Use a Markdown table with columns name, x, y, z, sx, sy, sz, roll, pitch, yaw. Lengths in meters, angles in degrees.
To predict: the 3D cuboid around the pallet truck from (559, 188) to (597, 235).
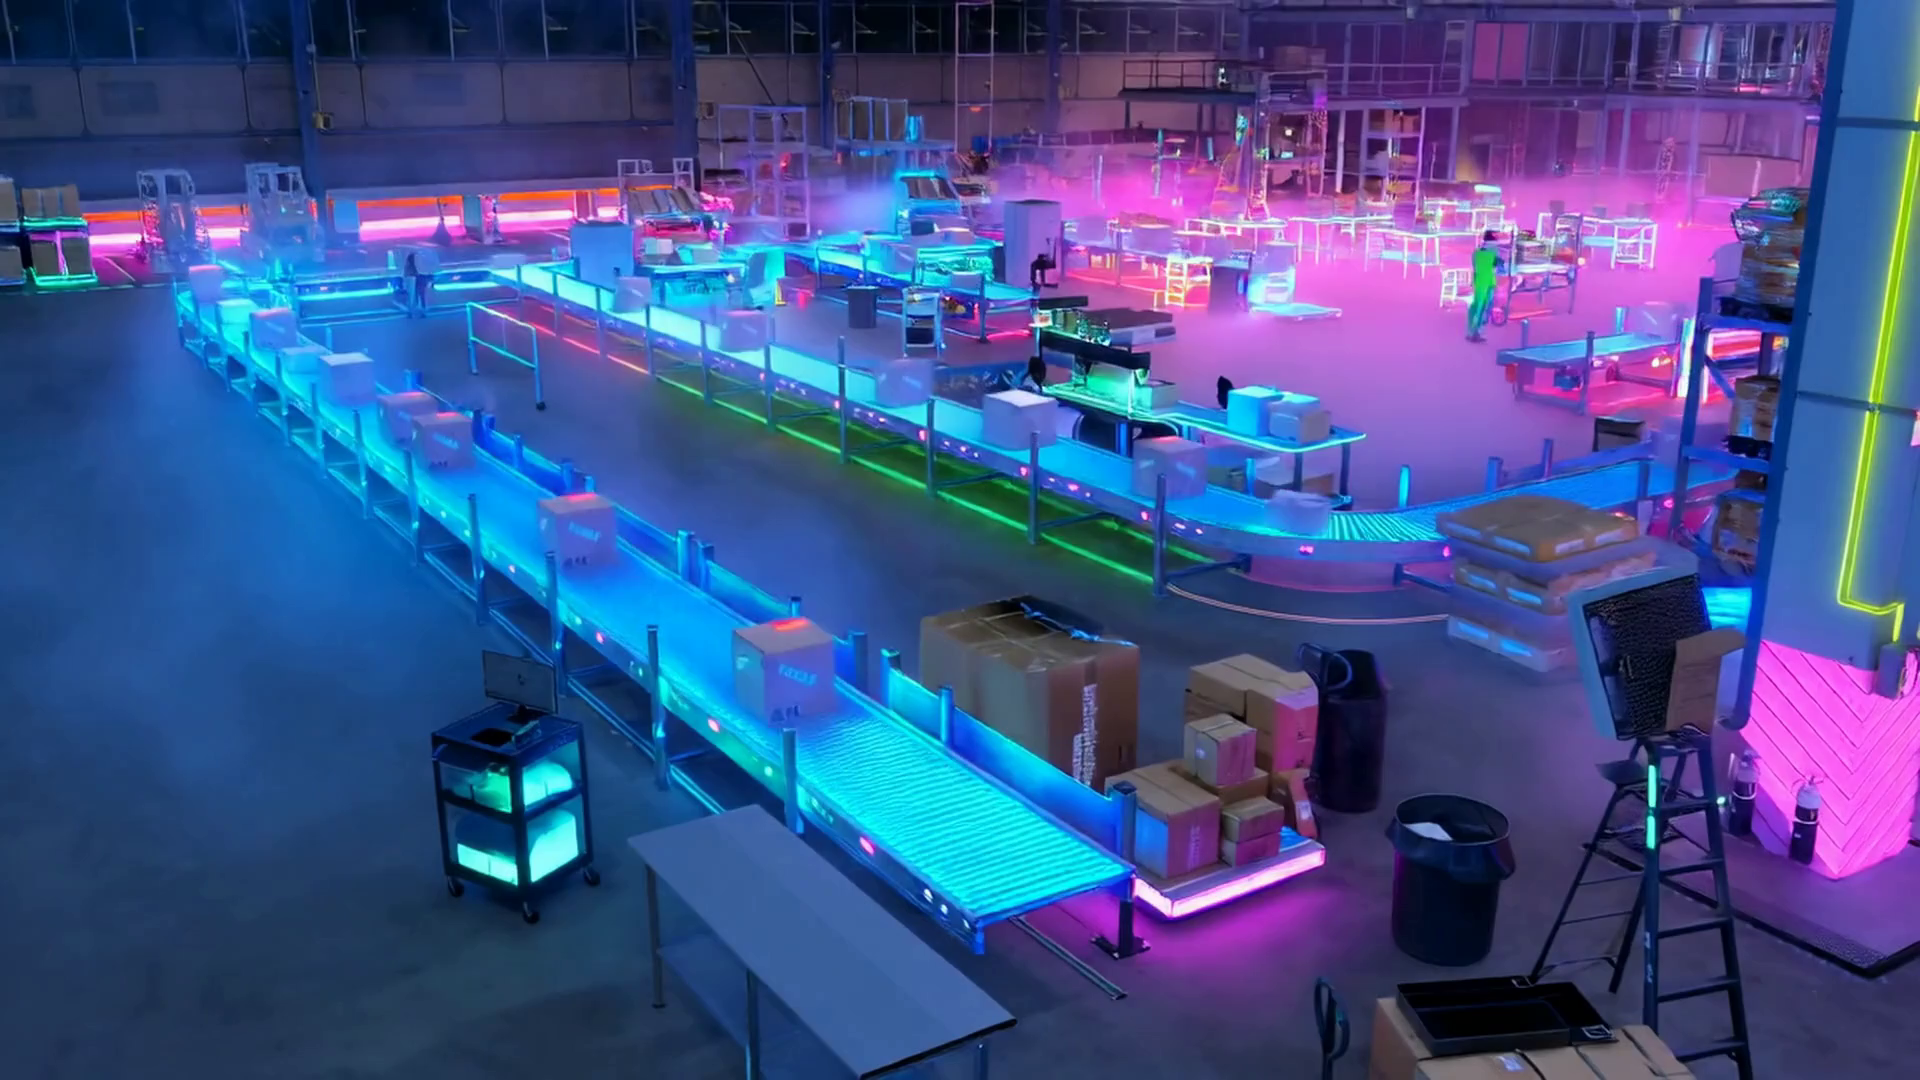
| name | x | y | z | sx | sy | sz | roll | pitch | yaw |
| --- | --- | --- | --- | --- | --- | --- | --- | --- | --- |
| pallet truck | -10.010 | -8.652 | 43.699 | 0.653 | 1.274 | 1.630 | -10 | 20 | -31 |

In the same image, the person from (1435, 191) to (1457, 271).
| name | x | y | z | sx | sy | sz | roll | pitch | yaw |
| --- | --- | --- | --- | --- | --- | --- | --- | --- | --- |
| person | 10.852 | -6.889 | 37.051 | 0.522 | 1.763 | 0.320 | -10 | 20 | -31 |

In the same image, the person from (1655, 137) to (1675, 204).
| name | x | y | z | sx | sy | sz | roll | pitch | yaw |
| --- | --- | --- | --- | --- | --- | --- | --- | --- | --- |
| person | 22.186 | -11.612 | 52.281 | 0.606 | 2.044 | 0.374 | -10 | 20 | -31 |

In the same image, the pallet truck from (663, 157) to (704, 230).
| name | x | y | z | sx | sy | sz | roll | pitch | yaw |
| --- | --- | --- | --- | --- | --- | --- | --- | --- | --- |
| pallet truck | -7.586 | -9.308 | 44.692 | 0.823 | 1.965 | 1.885 | -11 | 20 | -33 |

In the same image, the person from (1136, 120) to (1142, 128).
| name | x | y | z | sx | sy | sz | roll | pitch | yaw |
| --- | --- | --- | --- | --- | --- | --- | --- | --- | --- |
| person | 7.064 | -15.628 | 65.843 | 0.585 | 1.927 | 0.366 | -10 | 20 | -31 |

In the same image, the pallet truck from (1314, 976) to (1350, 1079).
| name | x | y | z | sx | sy | sz | roll | pitch | yaw |
| --- | --- | --- | --- | --- | --- | --- | --- | --- | --- |
| pallet truck | 2.299 | 2.390 | 7.086 | 1.601 | 1.201 | 0.680 | -2 | 17 | -7 |

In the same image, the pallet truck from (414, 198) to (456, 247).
| name | x | y | z | sx | sy | sz | roll | pitch | yaw |
| --- | --- | --- | --- | --- | --- | --- | --- | --- | --- |
| pallet truck | -13.250 | -8.060 | 41.856 | 0.680 | 1.201 | 1.601 | -10 | 20 | -31 |

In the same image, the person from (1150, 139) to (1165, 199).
| name | x | y | z | sx | sy | sz | roll | pitch | yaw |
| --- | --- | --- | --- | --- | --- | --- | --- | --- | --- |
| person | 6.417 | -12.030 | 53.948 | 0.573 | 1.883 | 0.356 | -10 | 20 | -31 |

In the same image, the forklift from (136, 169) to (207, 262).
| name | x | y | z | sx | sy | sz | roll | pitch | yaw |
| --- | --- | --- | --- | --- | --- | --- | --- | --- | --- |
| forklift | -17.842 | -7.318 | 37.559 | 1.157 | 1.987 | 2.680 | -10 | 20 | -31 |

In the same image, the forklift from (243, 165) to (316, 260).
| name | x | y | z | sx | sy | sz | roll | pitch | yaw |
| --- | --- | --- | --- | --- | --- | --- | --- | --- | --- |
| forklift | -15.898 | -7.669 | 38.708 | 1.157 | 1.987 | 2.680 | -11 | 20 | -33 |

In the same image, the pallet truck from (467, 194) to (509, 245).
| name | x | y | z | sx | sy | sz | roll | pitch | yaw |
| --- | --- | --- | --- | --- | --- | --- | --- | --- | --- |
| pallet truck | -11.983 | -8.177 | 42.137 | 0.704 | 1.261 | 1.522 | -11 | 20 | -33 |

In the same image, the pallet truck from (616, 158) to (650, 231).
| name | x | y | z | sx | sy | sz | roll | pitch | yaw |
| --- | --- | --- | --- | --- | --- | --- | --- | --- | --- |
| pallet truck | -8.918 | -9.176 | 44.255 | 0.823 | 1.965 | 1.885 | -9 | 19 | -27 |

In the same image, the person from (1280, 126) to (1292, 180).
| name | x | y | z | sx | sy | sz | roll | pitch | yaw |
| --- | --- | --- | --- | --- | --- | --- | --- | --- | --- |
| person | 11.988 | -14.201 | 61.091 | 0.542 | 1.931 | 0.366 | -10 | 20 | -31 |

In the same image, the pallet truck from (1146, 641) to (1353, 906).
| name | x | y | z | sx | sy | sz | roll | pitch | yaw |
| --- | --- | --- | --- | --- | --- | --- | --- | --- | --- |
| pallet truck | 1.664 | 1.407 | 10.232 | 1.630 | 1.274 | 0.653 | -10 | 20 | -31 |

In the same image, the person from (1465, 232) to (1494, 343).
| name | x | y | z | sx | sy | sz | roll | pitch | yaw |
| --- | --- | --- | --- | --- | --- | --- | --- | --- | --- |
| person | 8.842 | -4.285 | 28.208 | 0.508 | 1.865 | 0.329 | -10 | 20 | -31 |
